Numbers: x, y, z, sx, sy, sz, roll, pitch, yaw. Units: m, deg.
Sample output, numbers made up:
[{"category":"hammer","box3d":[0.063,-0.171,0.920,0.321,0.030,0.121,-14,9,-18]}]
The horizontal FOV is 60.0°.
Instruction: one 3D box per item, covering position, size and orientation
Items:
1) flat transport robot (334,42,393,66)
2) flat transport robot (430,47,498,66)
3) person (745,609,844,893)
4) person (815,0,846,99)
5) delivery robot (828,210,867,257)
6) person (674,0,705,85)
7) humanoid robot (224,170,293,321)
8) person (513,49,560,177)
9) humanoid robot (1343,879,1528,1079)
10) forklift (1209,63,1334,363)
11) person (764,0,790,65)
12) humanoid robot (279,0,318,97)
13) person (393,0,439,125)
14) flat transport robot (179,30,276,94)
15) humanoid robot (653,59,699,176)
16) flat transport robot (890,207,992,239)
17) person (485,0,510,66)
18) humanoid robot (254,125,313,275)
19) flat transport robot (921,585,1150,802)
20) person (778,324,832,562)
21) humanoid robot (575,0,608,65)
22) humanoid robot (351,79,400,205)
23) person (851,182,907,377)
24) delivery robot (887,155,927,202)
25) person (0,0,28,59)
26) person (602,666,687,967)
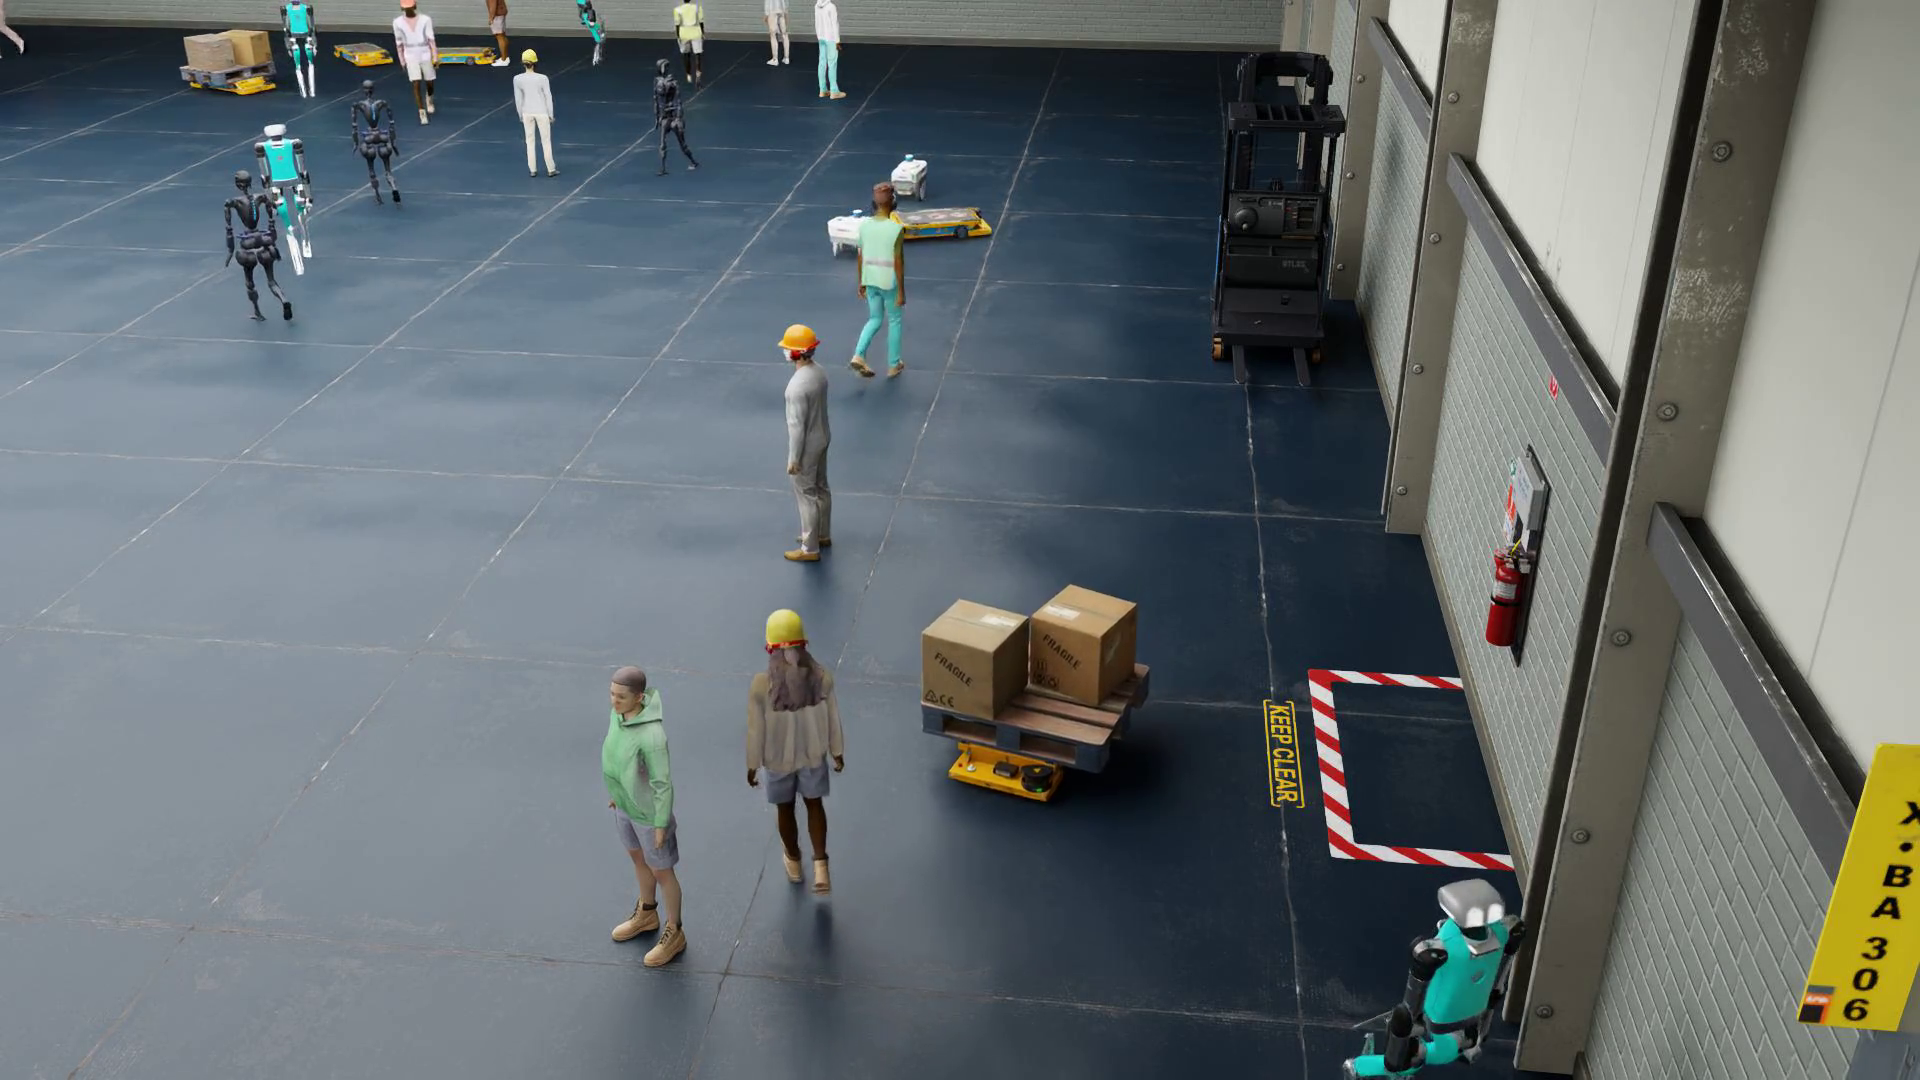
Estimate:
[{"category":"flat transport robot","box3d":[-11.321,-9.204,31.514,0.659,0.231,1.431,-18,32,-32]},{"category":"flat transport robot","box3d":[-9.481,-9.101,31.308,1.431,0.231,0.659,-2,27,-4]},{"category":"person","box3d":[-0.899,1.191,9.107,0.552,1.743,0.583,-7,27,-14]},{"category":"person","box3d":[-2.239,-8.485,28.240,0.490,1.917,0.384,21,33,35]},{"category":"delivery robot","box3d":[-1.222,-3.704,20.202,0.754,0.584,0.516,13,29,24]},{"category":"person","box3d":[-4.741,-8.861,29.257,0.531,1.675,0.753,-4,27,-7]},{"category":"humanoid robot","box3d":[-7.546,-3.123,17.822,0.622,1.643,0.595,21,33,36]},{"category":"person","box3d":[-5.985,-6.009,23.463,0.522,1.769,0.316,1,27,2]},{"category":"humanoid robot","box3d":[1.979,2.107,7.309,0.530,1.793,0.791,-10,28,-20]},{"category":"forklift","box3d":[3.241,-3.477,17.183,1.129,2.768,1.873,3,27,6]},{"category":"person","box3d":[-3.405,-9.785,30.877,0.500,1.879,0.408,-15,30,-28]},{"category":"humanoid robot","box3d":[-11.194,-8.395,28.279,0.531,1.782,0.765,-11,29,-20]},{"category":"person","box3d":[-8.674,-7.722,26.597,0.613,2.023,0.800,-10,28,-18]},{"category":"flat transport robot","box3d":[-12.758,-8.031,29.170,1.431,0.231,0.659,15,30,27]},{"category":"humanoid robot","box3d":[-4.084,-6.022,23.661,0.589,1.640,0.781,18,32,32]},{"category":"flat transport robot","box3d":[-0.363,-4.004,21.131,1.431,0.231,0.659,-6,27,-12]},{"category":"person","box3d":[-8.582,-9.760,30.850,0.399,1.856,0.790,0,27,-1]},{"category":"humanoid robot","box3d":[-7.958,-4.094,19.738,0.533,1.783,1.037,-9,28,-17]},{"category":"flat transport robot","box3d":[0.509,1.183,10.776,0.659,0.231,1.431,11,29,21]},{"category":"person","box3d":[-1.187,-0.750,12.838,0.380,1.892,0.574,7,27,14]},{"category":"humanoid robot","box3d":[-6.779,-9.706,30.933,0.793,1.822,0.567,-19,32,-33]},{"category":"humanoid robot","box3d":[-7.757,-5.251,22.066,0.607,1.643,0.531,-17,31,-30]},{"category":"person","box3d":[-0.795,-2.498,16.250,0.539,1.951,0.650,13,29,24]},{"category":"delivery robot","box3d":[-0.693,-4.942,22.663,0.499,0.575,0.754,6,27,12]},{"category":"person","box3d":[-18.224,-10.046,31.384,0.721,1.886,0.677,0,27,-1]},{"category":"person","box3d":[-1.650,1.414,8.669,0.339,1.743,0.481,-22,34,-37]}]
